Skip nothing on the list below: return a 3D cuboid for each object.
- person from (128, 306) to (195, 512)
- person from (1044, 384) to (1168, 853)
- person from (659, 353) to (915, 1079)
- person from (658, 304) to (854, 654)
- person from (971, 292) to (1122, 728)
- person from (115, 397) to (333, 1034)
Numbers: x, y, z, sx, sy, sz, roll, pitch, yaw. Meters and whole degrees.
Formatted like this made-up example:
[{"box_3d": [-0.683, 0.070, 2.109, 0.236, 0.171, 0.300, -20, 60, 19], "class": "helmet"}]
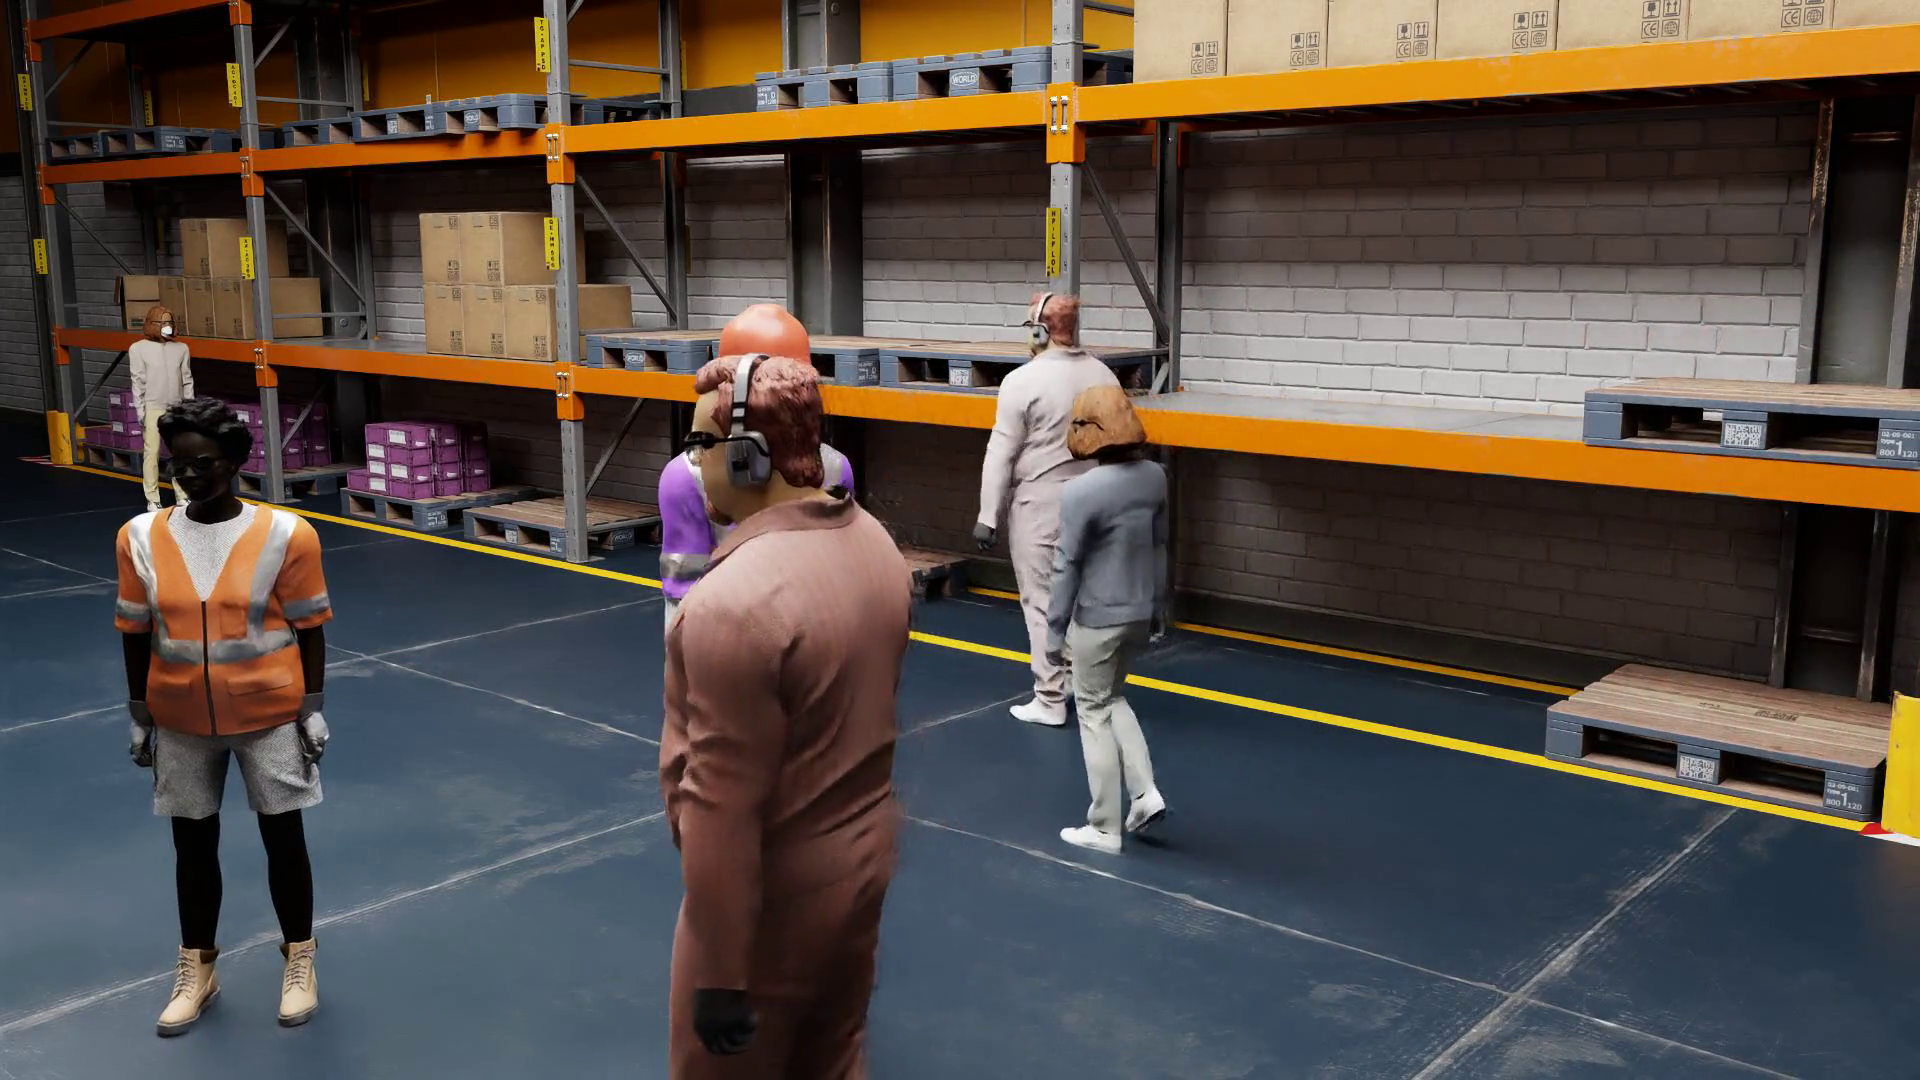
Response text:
[{"box_3d": [-6.242, -1.016, 13.052, 0.277, 1.629, 0.497, 7, 12, 35], "class": "person"}, {"box_3d": [0.488, 0.274, 5.711, 0.518, 1.617, 0.344, -9, 14, -42], "class": "person"}, {"box_3d": [-0.334, 0.623, 2.955, 0.431, 1.903, 0.665, 4, 11, 24], "class": "person"}, {"box_3d": [-0.480, 0.378, 4.225, 0.545, 1.938, 0.357, -8, 13, -37], "class": "person"}, {"box_3d": [0.374, -0.121, 7.210, 0.454, 1.889, 0.646, 10, 14, 44], "class": "person"}, {"box_3d": [-1.934, 0.466, 4.403, 0.537, 1.695, 0.320, -1, 10, -7], "class": "person"}]
